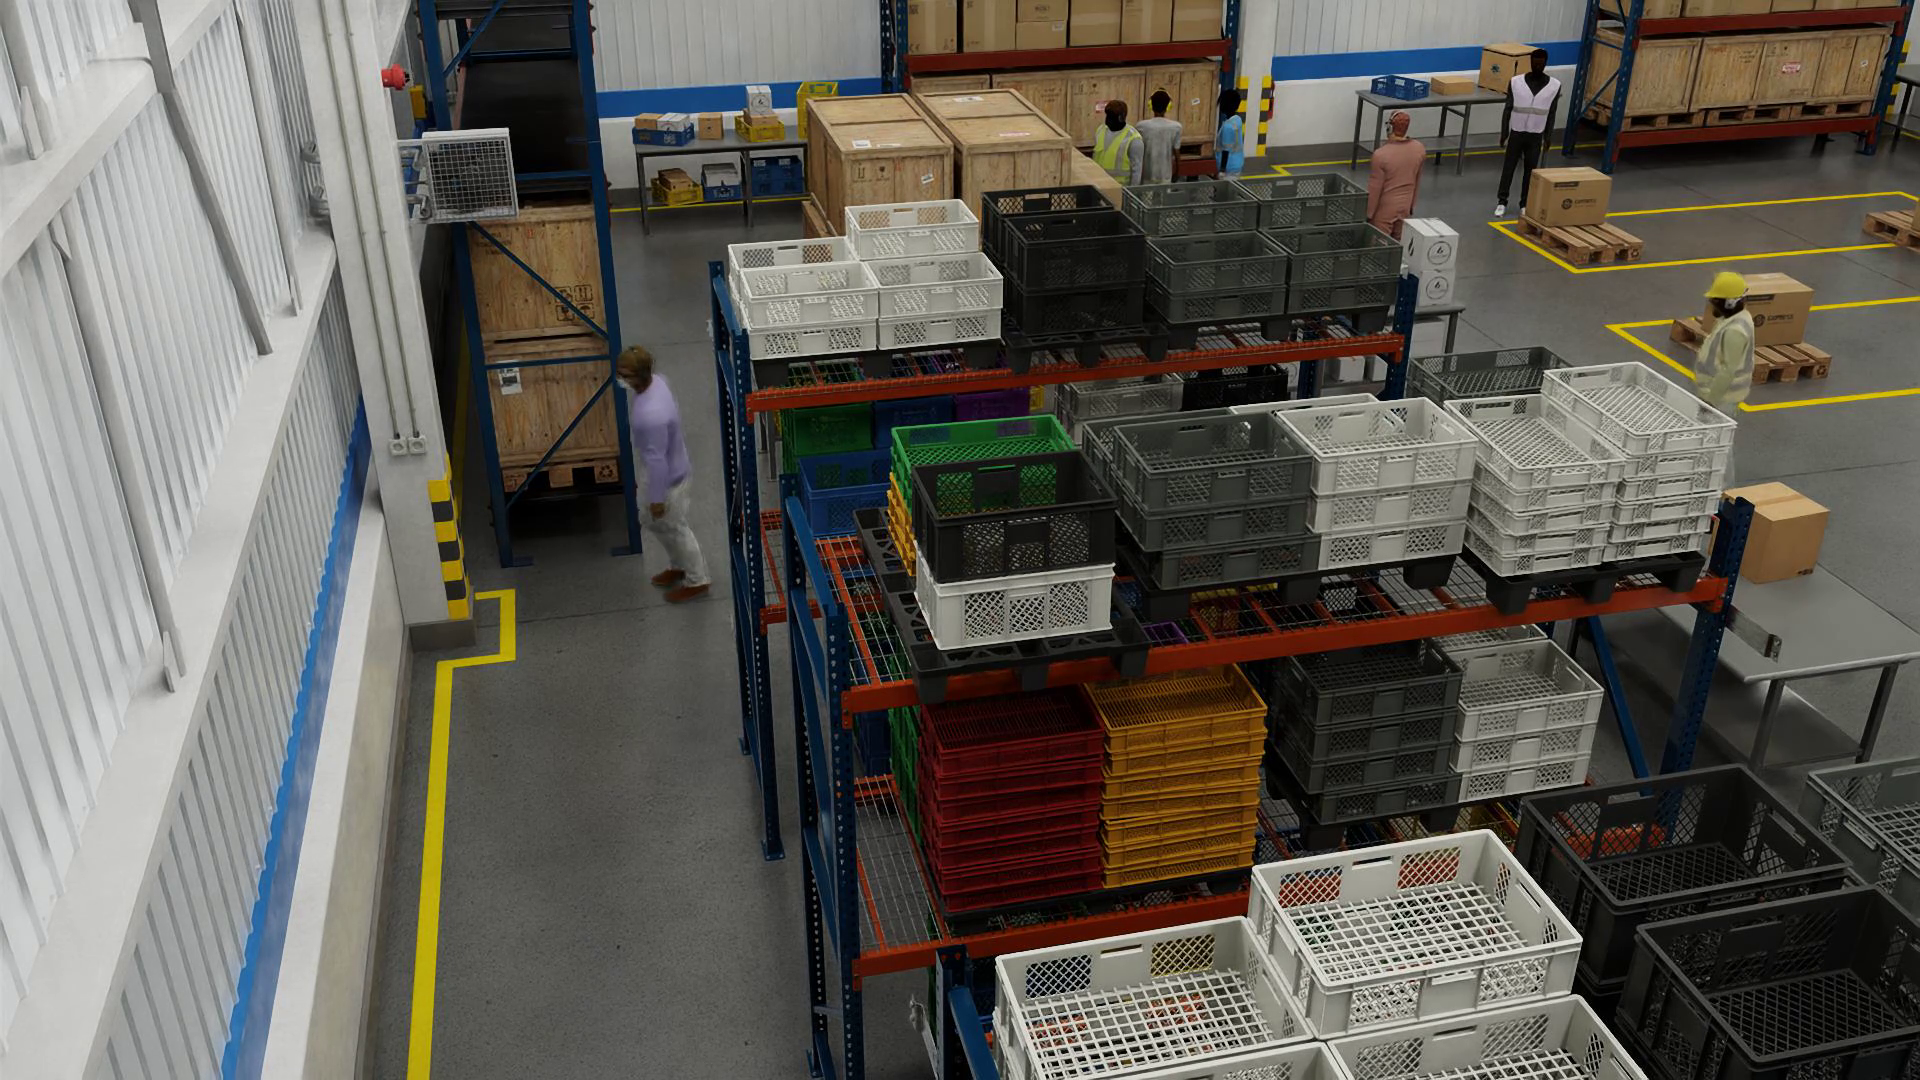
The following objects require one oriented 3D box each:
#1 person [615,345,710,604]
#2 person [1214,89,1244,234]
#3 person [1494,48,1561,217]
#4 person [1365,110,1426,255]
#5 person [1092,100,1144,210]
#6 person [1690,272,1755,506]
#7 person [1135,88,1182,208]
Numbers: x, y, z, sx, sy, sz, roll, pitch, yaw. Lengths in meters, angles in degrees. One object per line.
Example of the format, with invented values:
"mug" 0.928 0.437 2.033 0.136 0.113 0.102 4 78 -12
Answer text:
"person" -1.972 -0.422 11.080 0.532 1.908 0.646 -8 29 -15
"person" 2.952 -4.100 18.288 0.321 1.686 0.534 8 29 15
"person" 6.525 -4.683 19.147 0.593 1.920 0.391 5 28 10
"person" 4.264 -3.313 16.561 0.636 1.910 0.404 -13 31 -24
"person" 1.581 -3.632 17.234 0.429 1.843 0.633 -24 36 -37
"person" 5.771 -1.160 12.625 0.520 1.780 0.751 11 30 20
"person" 2.063 -3.814 17.551 0.512 1.872 0.330 2 28 3
